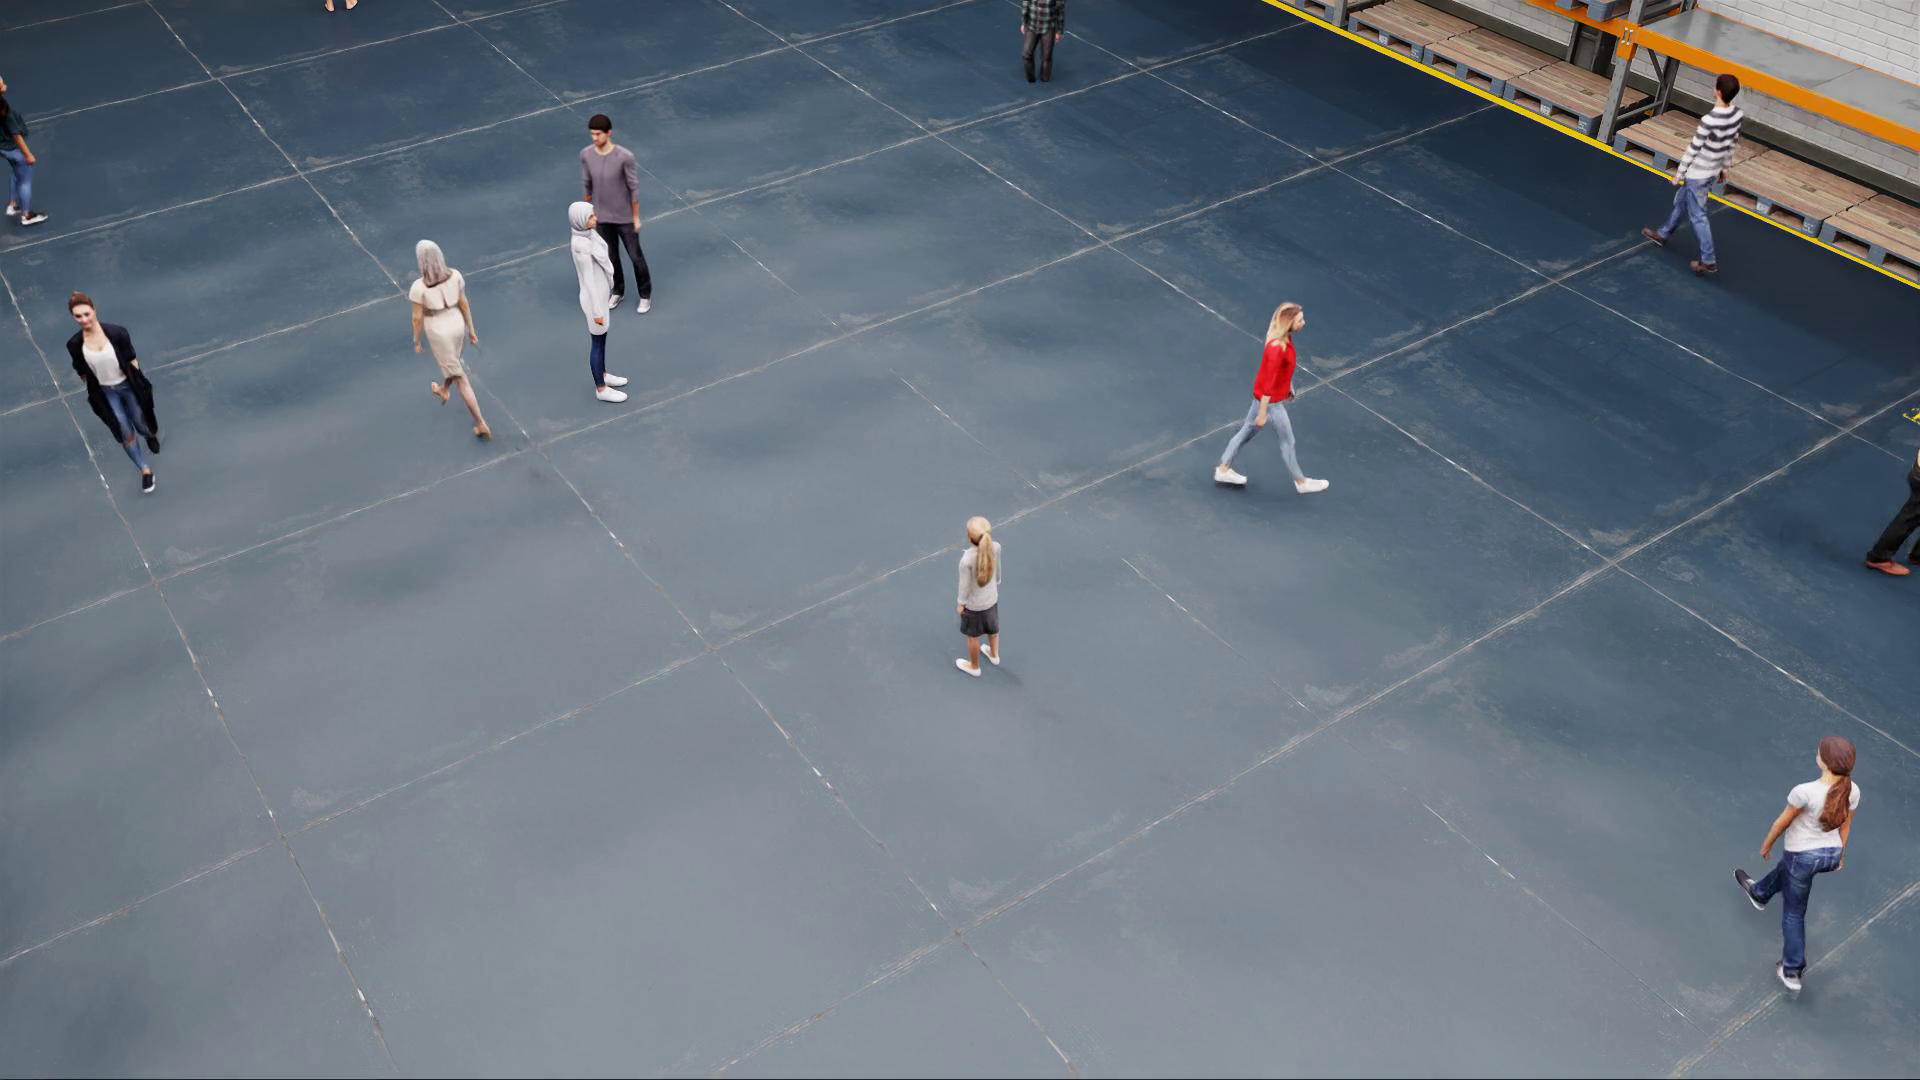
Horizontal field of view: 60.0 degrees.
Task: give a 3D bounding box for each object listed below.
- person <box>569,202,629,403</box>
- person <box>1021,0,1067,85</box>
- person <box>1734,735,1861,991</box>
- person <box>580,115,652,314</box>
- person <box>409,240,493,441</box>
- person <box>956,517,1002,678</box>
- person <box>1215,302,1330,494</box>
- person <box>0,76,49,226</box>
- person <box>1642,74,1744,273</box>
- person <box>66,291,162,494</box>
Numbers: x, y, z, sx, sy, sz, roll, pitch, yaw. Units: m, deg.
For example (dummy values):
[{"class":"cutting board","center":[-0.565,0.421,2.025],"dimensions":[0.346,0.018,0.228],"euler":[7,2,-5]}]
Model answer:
[{"class":"person","center":[-2.991,-1.966,13.636],"dimensions":[0.760,1.775,0.641],"euler":[-3,39,-4]},{"class":"person","center":[0.940,-5.881,18.849],"dimensions":[0.765,1.707,0.837],"euler":[12,40,15]},{"class":"person","center":[4.698,1.783,9.143],"dimensions":[0.906,1.524,1.155],"euler":[-1,39,-2]},{"class":"person","center":[-3.061,-2.910,14.759],"dimensions":[0.720,1.850,0.787],"euler":[6,39,8]},{"class":"person","center":[-3.995,-1.526,13.151],"dimensions":[1.149,1.694,0.745],"euler":[32,48,33]},{"class":"person","center":[0.131,0.367,11.116],"dimensions":[0.523,1.275,0.532],"euler":[-28,46,-30]},{"class":"person","center":[2.268,-1.057,12.596],"dimensions":[1.171,1.652,1.090],"euler":[8,39,9]},{"class":"person","center":[-9.175,-3.775,16.054],"dimensions":[0.680,1.585,0.825],"euler":[13,41,16]},{"class":"person","center":[6.913,-3.336,15.326],"dimensions":[0.724,1.807,1.197],"euler":[-19,43,-23]},{"class":"person","center":[-6.441,-1.179,12.731],"dimensions":[0.756,1.675,0.888],"euler":[-13,40,-16]}]
